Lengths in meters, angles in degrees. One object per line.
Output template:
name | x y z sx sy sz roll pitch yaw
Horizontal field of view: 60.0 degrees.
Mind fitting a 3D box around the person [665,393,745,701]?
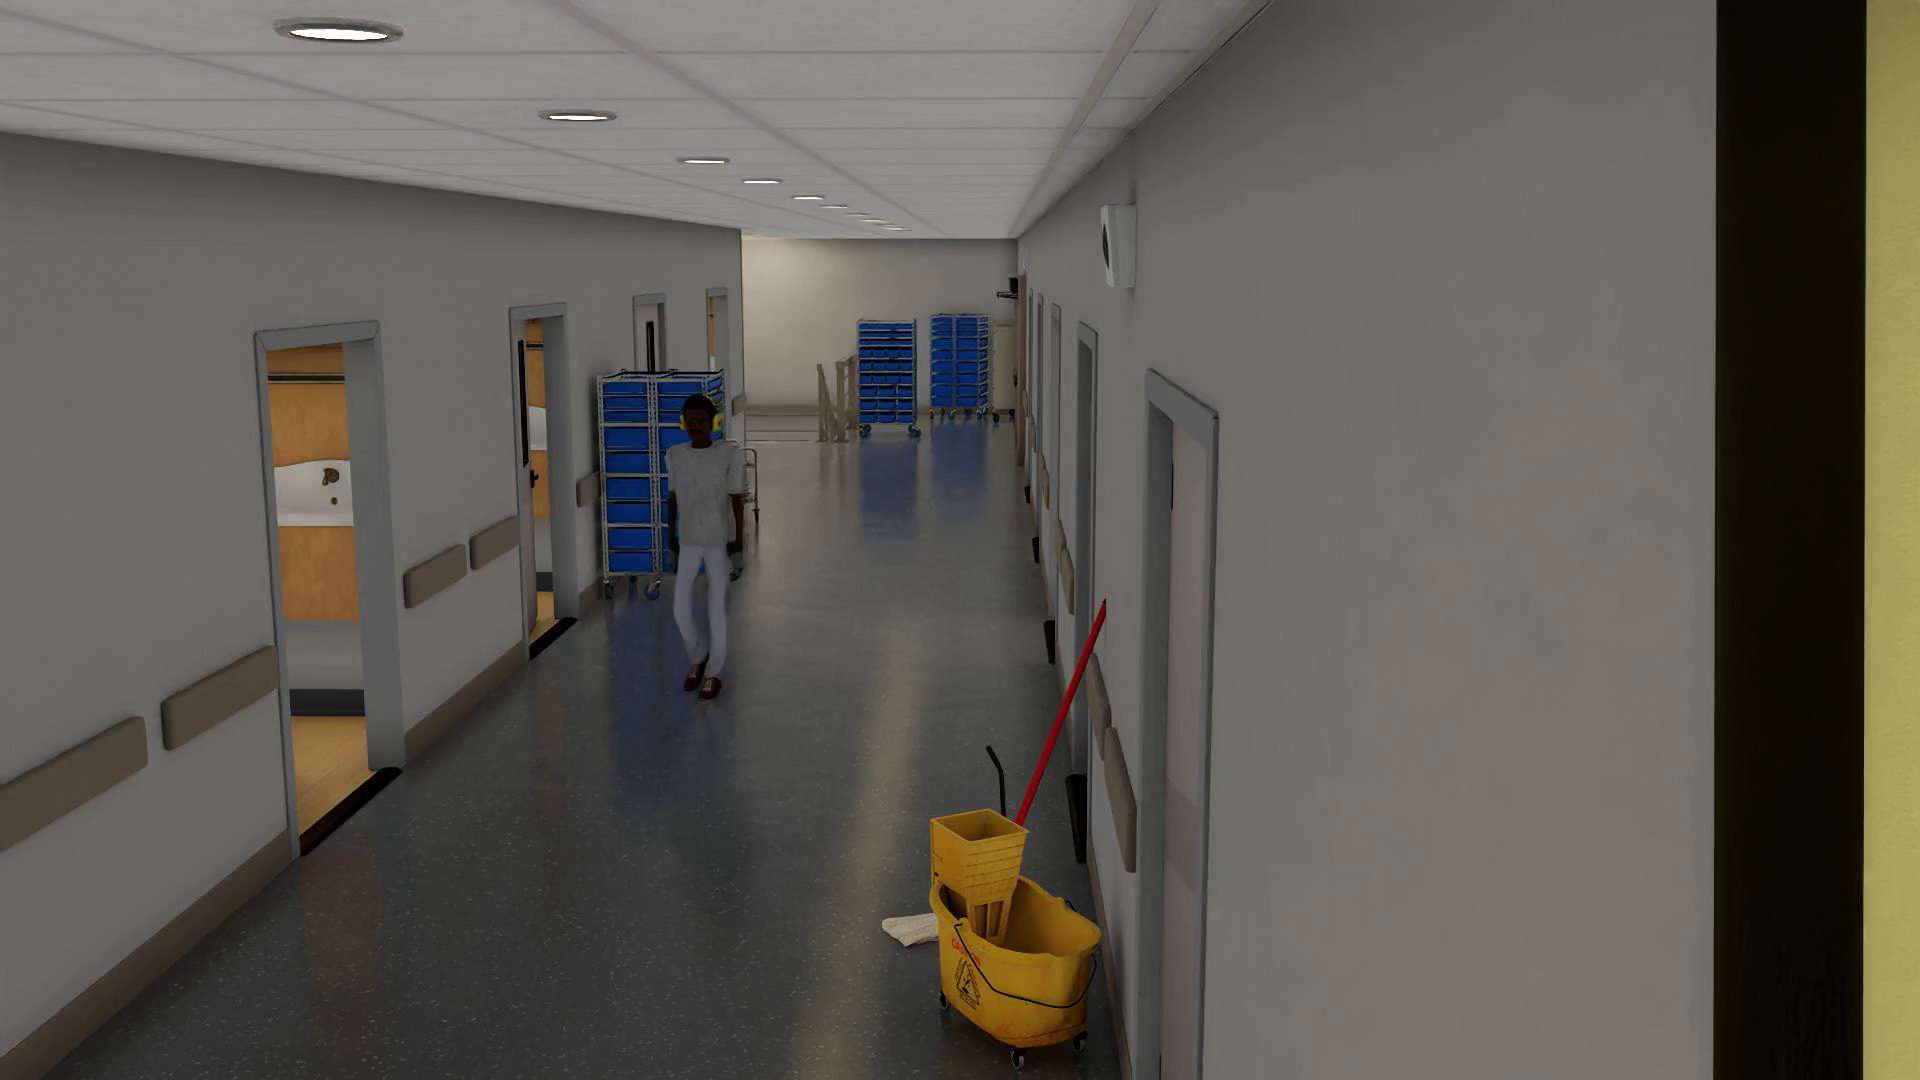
person | -1.532 0.049 9.935 0.529 1.850 0.403 1 10 8
